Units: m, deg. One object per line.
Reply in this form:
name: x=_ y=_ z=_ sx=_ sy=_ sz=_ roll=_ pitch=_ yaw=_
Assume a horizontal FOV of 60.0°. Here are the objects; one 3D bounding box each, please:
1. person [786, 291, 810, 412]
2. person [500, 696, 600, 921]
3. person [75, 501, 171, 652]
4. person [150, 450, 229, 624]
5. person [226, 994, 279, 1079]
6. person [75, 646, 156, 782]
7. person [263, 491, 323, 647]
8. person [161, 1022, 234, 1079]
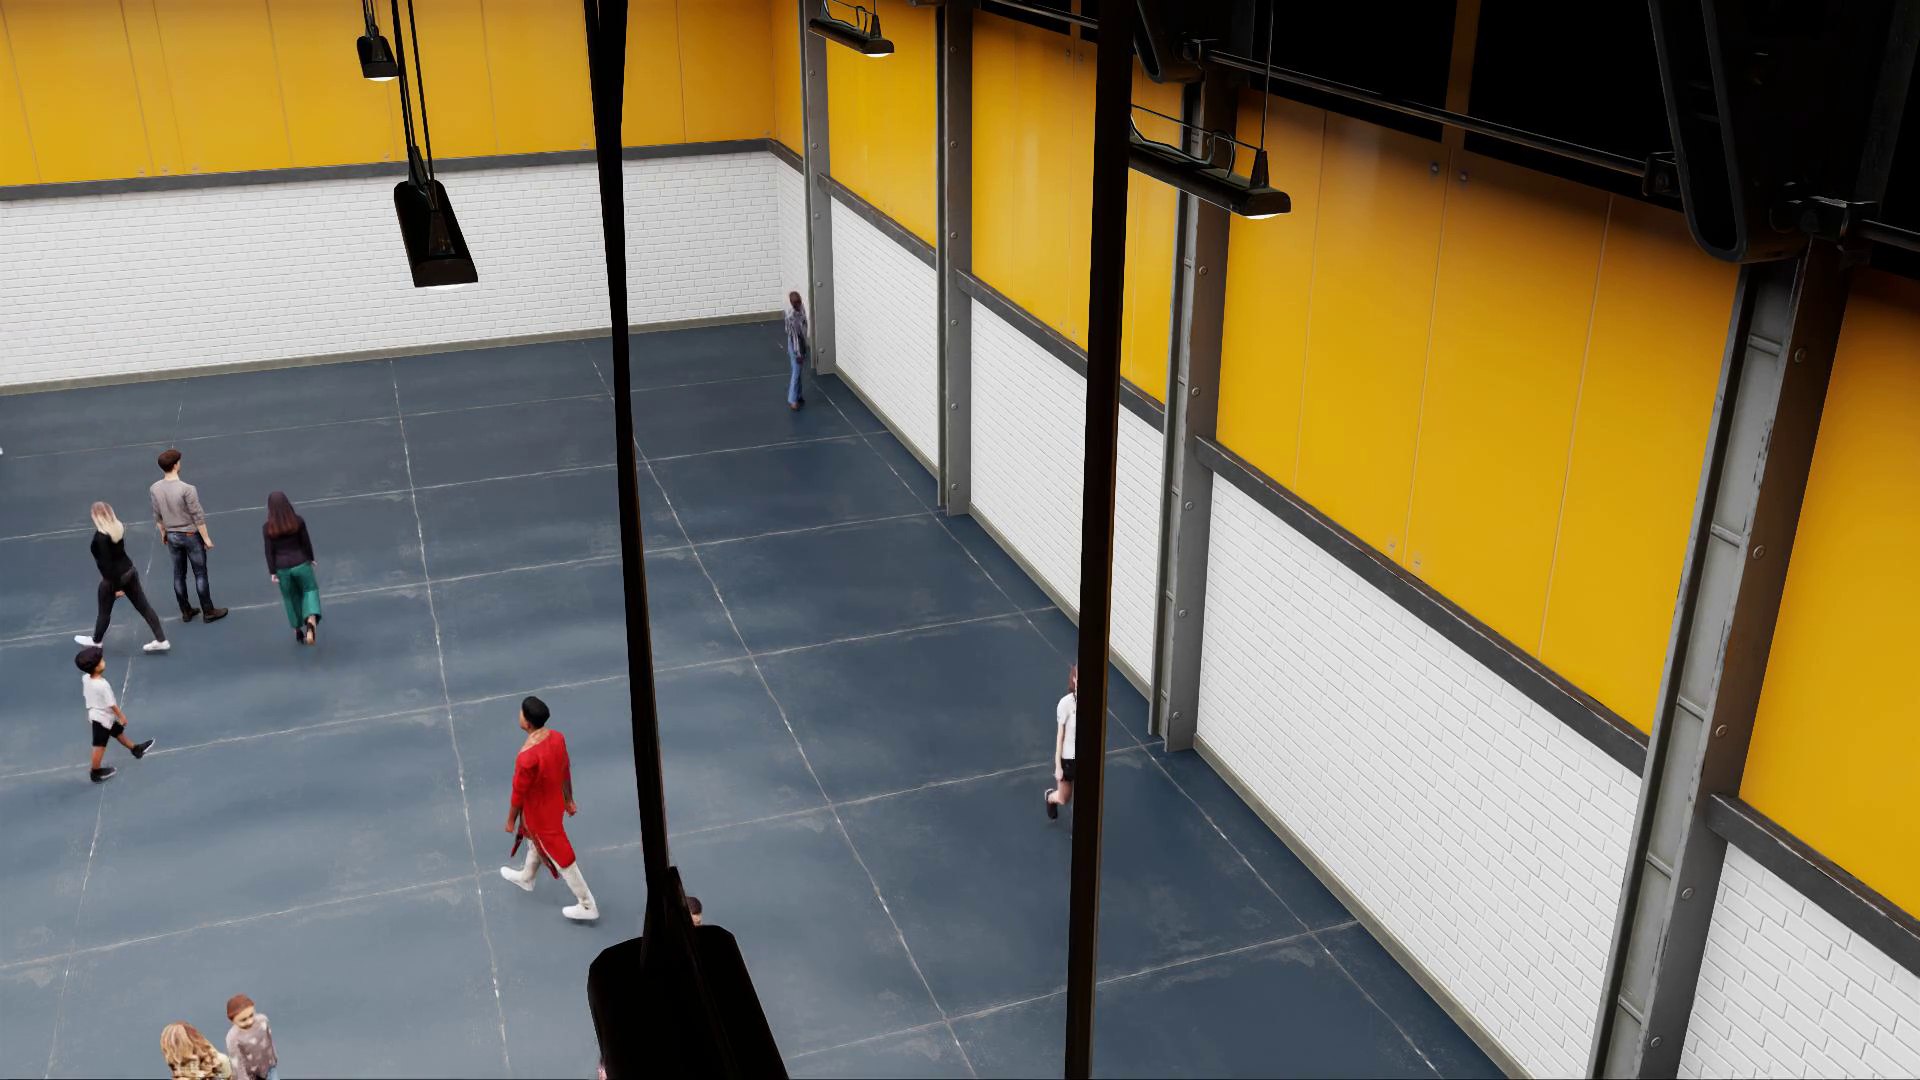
person: x=-2.350 y=-2.770 z=23.958 sx=0.876 sy=1.771 sz=0.730 roll=0 pitch=24 yaw=1
person: x=-3.085 y=2.100 z=12.742 sx=1.207 sy=1.831 sz=1.233 roll=7 pitch=25 yaw=16
person: x=-8.403 y=0.418 z=16.834 sx=0.984 sy=1.636 sz=1.170 roll=1 pitch=24 yaw=2
person: x=-8.182 y=-0.032 z=17.529 sx=0.783 sy=1.903 sz=0.763 roll=3 pitch=24 yaw=8
person: x=-4.554 y=3.378 z=10.654 sx=0.875 sy=1.161 sz=0.724 roll=18 pitch=29 yaw=35
person: x=-7.645 y=1.568 z=14.715 sx=0.863 sy=1.226 sz=0.831 roll=17 pitch=29 yaw=34
person: x=-6.763 y=0.343 z=16.897 sx=0.637 sy=1.721 sz=0.874 roll=-10 pitch=26 yaw=-22
person: x=-4.268 y=3.531 z=9.625 sx=0.905 sy=1.706 sz=0.857 roll=7 pitch=24 yaw=15
